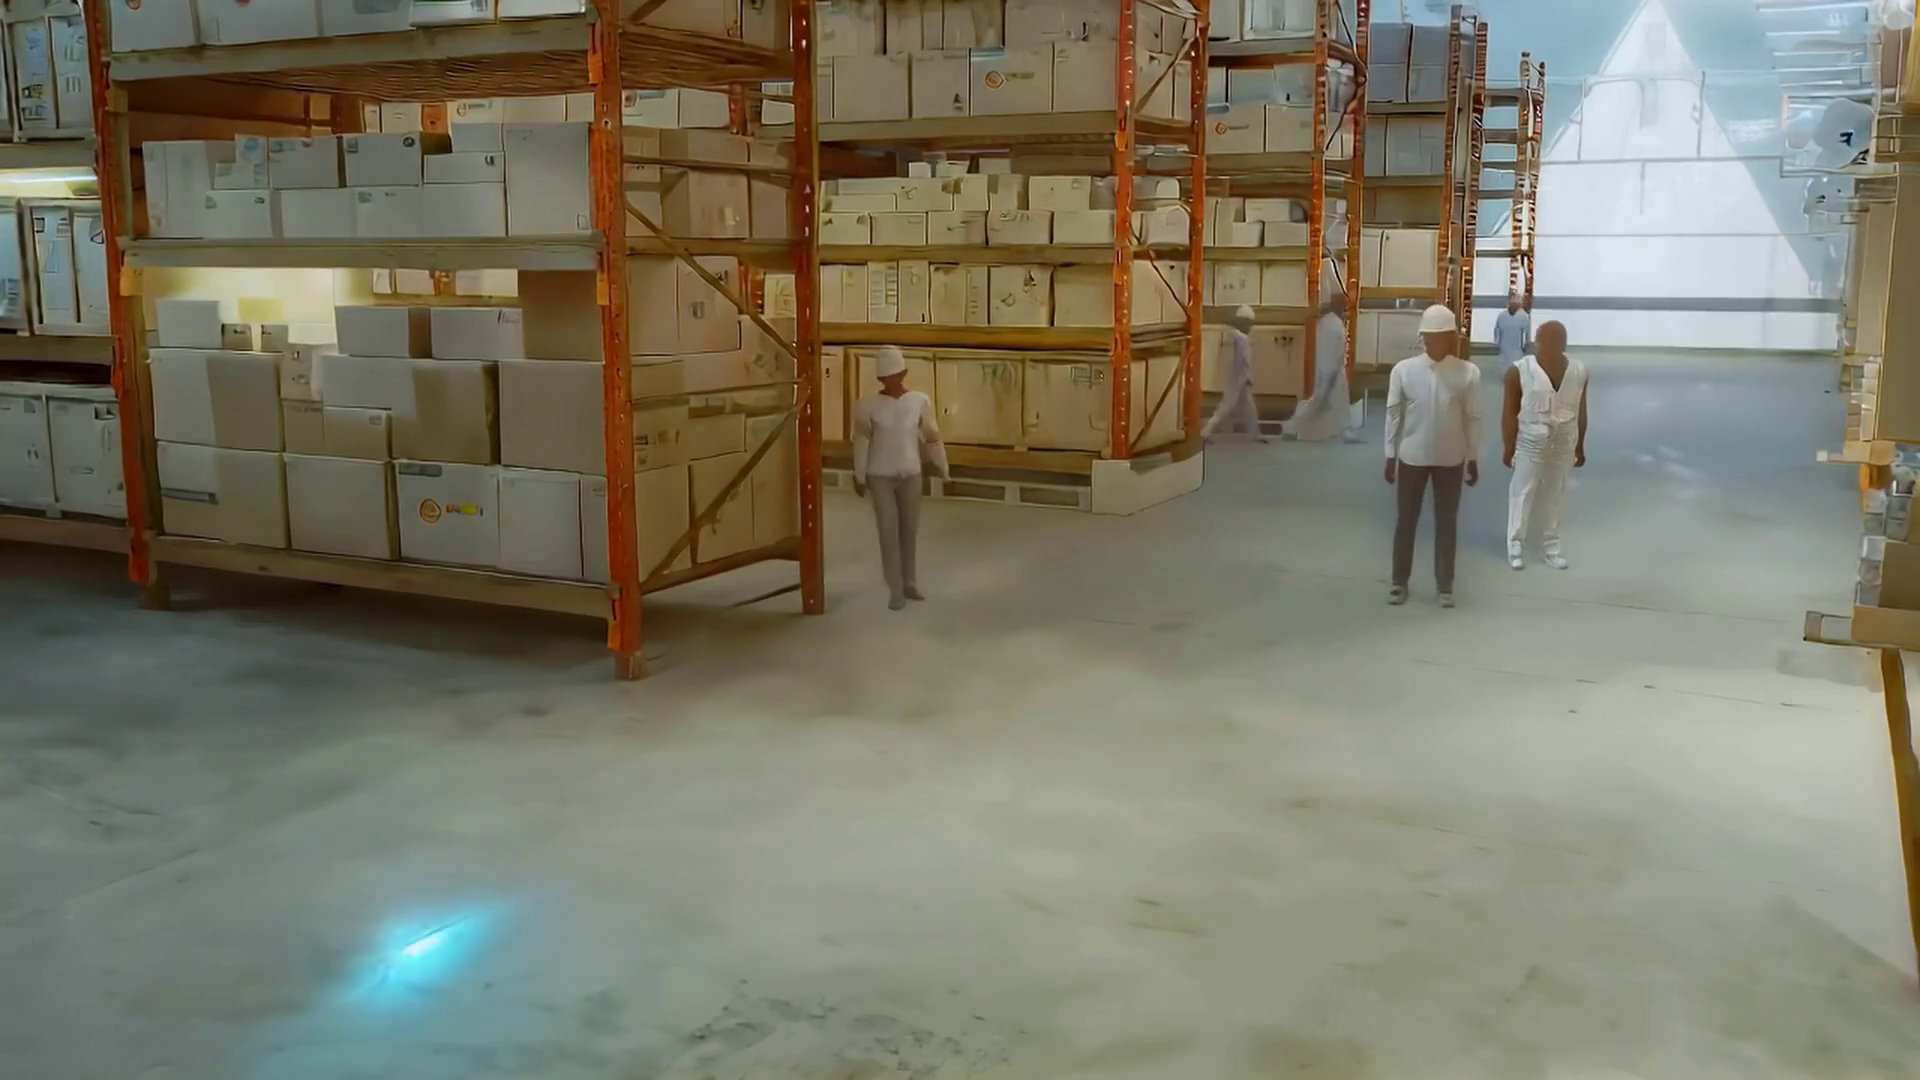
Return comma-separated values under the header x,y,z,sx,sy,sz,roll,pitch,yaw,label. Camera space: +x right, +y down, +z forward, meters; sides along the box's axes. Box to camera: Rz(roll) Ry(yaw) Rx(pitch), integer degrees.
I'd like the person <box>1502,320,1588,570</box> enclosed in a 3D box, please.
x,y,z,sx,sy,sz,roll,pitch,yaw,label
4.304,-0.688,12.233,0.634,1.842,0.429,0,10,-2,person

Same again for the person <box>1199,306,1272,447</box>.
x,y,z,sx,sy,sz,roll,pitch,yaw,label
3.297,-1.958,19.973,0.853,1.707,0.491,2,10,10,person

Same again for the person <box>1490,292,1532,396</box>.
x,y,z,sx,sy,sz,roll,pitch,yaw,label
8.863,-3.124,26.745,0.577,1.701,0.914,7,12,36,person

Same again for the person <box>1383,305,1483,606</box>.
x,y,z,sx,sy,sz,roll,pitch,yaw,label
3.112,-0.547,10.976,0.623,1.992,0.397,3,10,14,person

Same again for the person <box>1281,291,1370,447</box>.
x,y,z,sx,sy,sz,roll,pitch,yaw,label
4.407,-2.049,20.045,1.041,1.886,0.650,3,10,15,person

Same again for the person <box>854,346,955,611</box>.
x,y,z,sx,sy,sz,roll,pitch,yaw,label
-0.364,-0.408,10.957,0.635,1.725,0.682,-3,10,-17,person
